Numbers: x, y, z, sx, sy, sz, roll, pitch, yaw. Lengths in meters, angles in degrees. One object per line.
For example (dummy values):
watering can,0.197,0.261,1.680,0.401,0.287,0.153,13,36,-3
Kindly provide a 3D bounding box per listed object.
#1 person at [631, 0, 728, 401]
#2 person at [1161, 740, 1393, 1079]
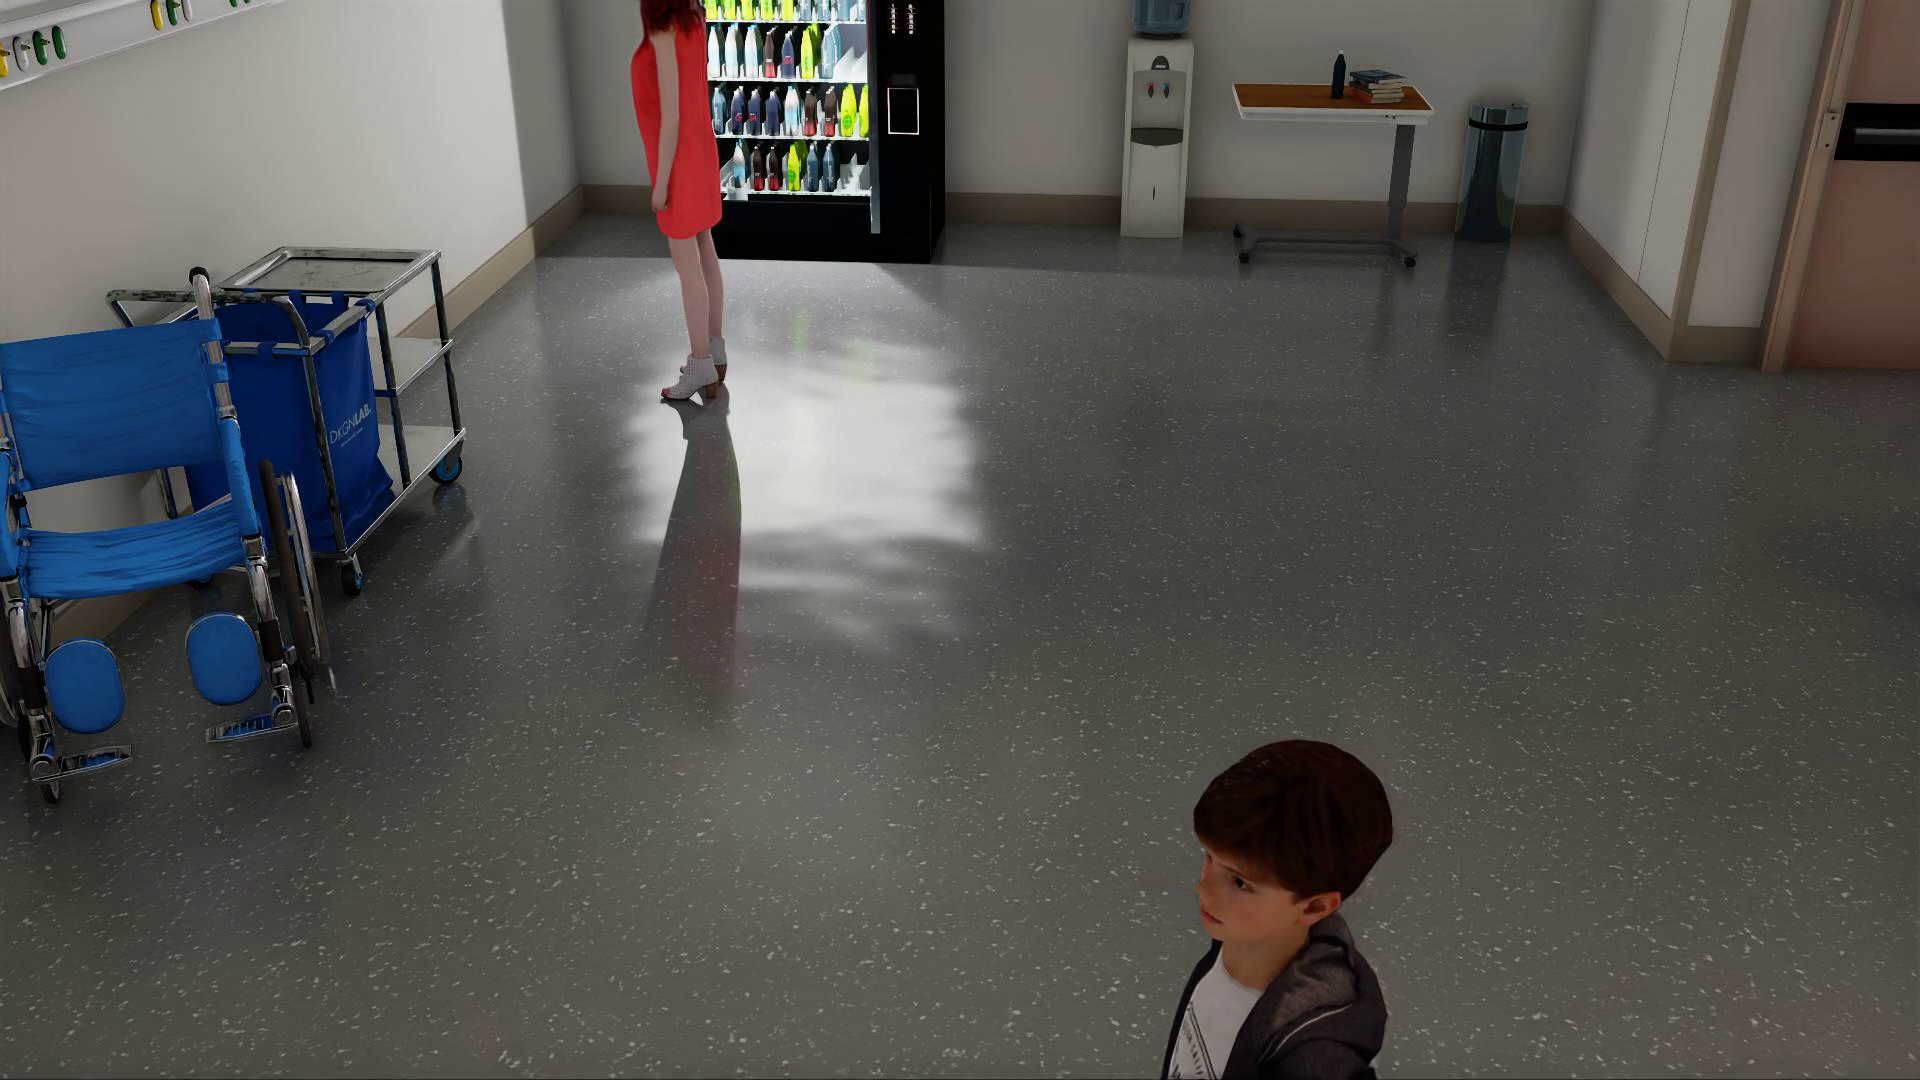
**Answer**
person,-1.091,-1.465,6.593,0.512,1.828,0.595,4,26,8
person,0.364,0.889,2.152,0.576,1.445,0.579,-3,26,-7
